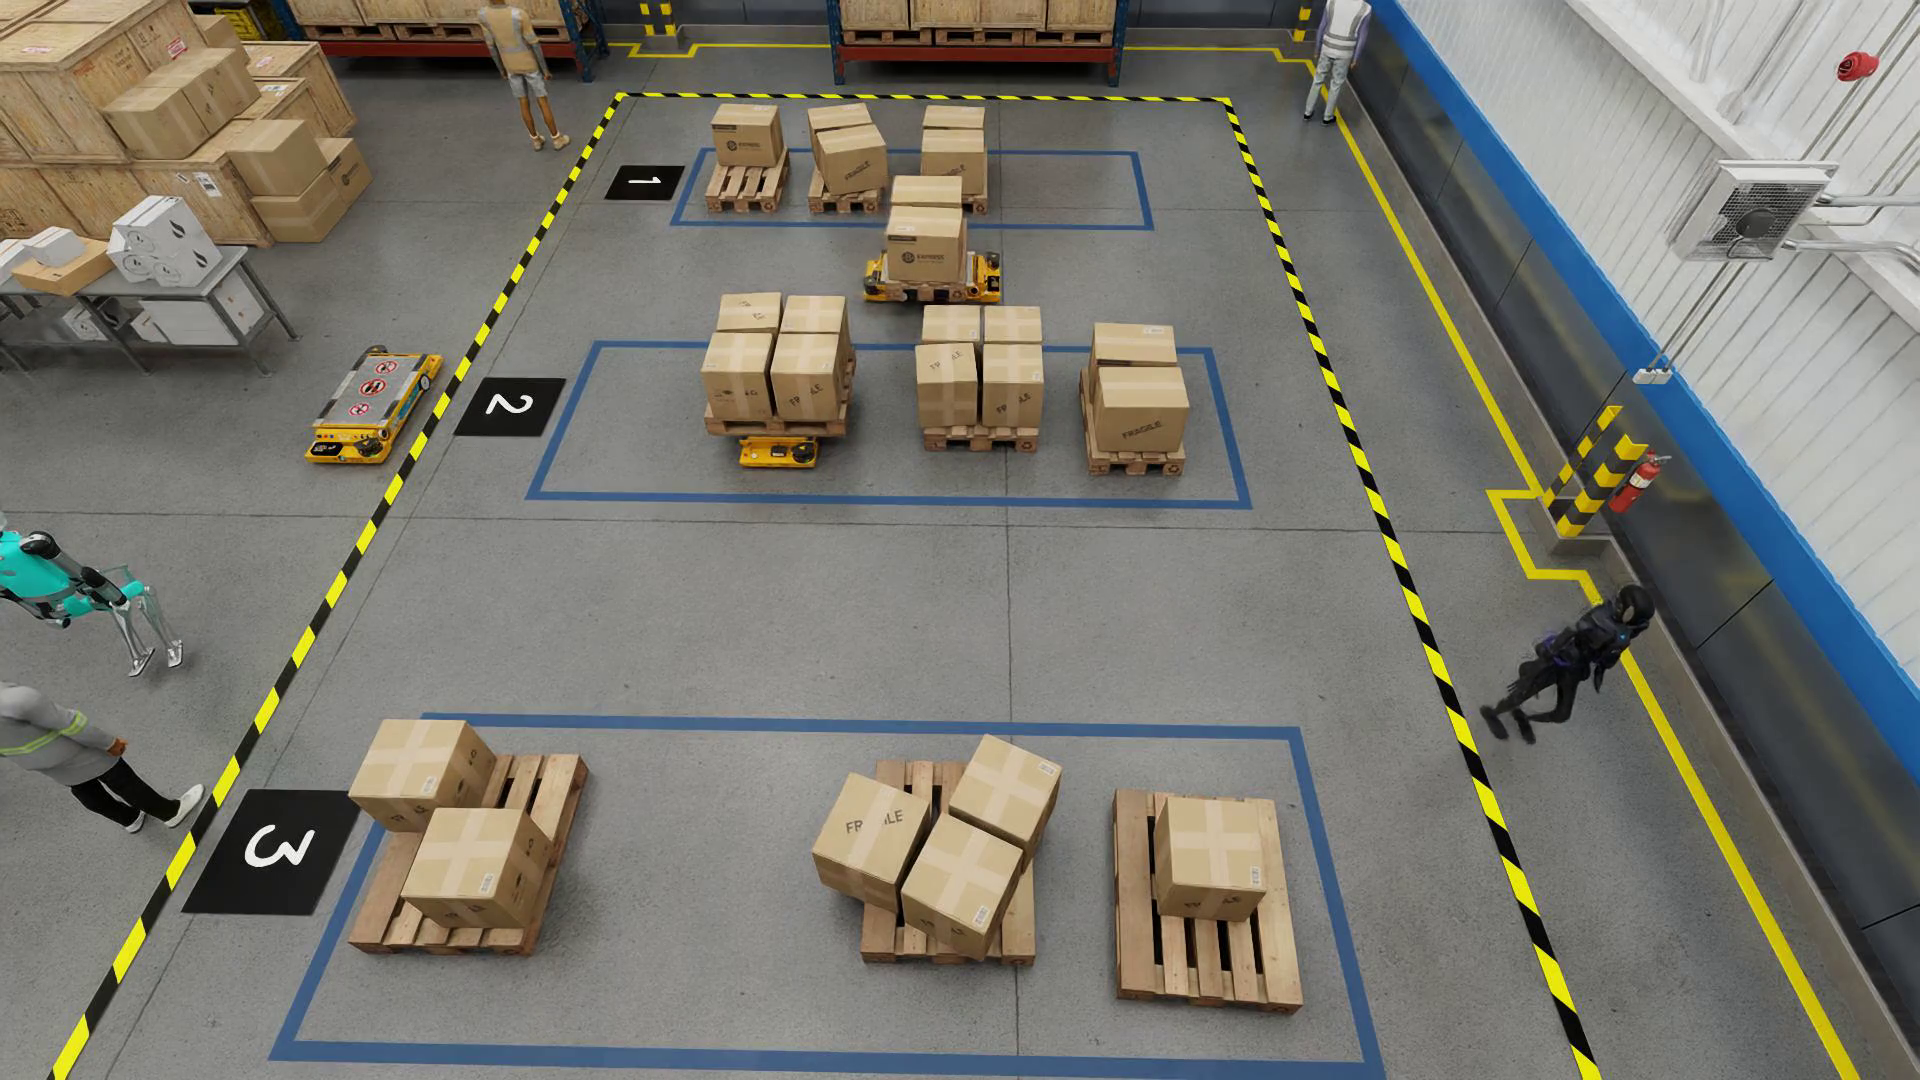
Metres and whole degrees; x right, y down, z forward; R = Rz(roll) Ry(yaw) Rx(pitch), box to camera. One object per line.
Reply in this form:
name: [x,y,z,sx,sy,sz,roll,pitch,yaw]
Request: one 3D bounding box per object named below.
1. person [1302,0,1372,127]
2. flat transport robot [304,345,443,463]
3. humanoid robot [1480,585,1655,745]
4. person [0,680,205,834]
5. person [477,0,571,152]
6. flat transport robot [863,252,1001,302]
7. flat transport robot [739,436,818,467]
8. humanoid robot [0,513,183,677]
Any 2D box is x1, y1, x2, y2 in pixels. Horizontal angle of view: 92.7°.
person: [4.784,-6.200,11.589,0.601,1.829,0.404,29,55,22]
flat transport robot: [-5.383,-1.269,8.441,0.659,0.231,1.431,1,50,1]
humanoid robot: [3.790,0.797,5.766,0.584,1.645,0.378,-7,50,-6]
person: [-5.244,1.172,5.338,0.596,1.849,0.389,-4,50,-3]
person: [-5.282,-5.739,11.063,0.613,2.040,0.378,0,50,0]
flat transport robot: [-0.285,-2.807,9.724,1.431,0.197,0.652,1,50,1]
flat transport robot: [-1.582,-1.235,8.394,0.652,0.197,1.431,1,50,1]
humanoid robot: [-5.829,0.263,6.097,0.533,1.673,0.735,-12,51,-10]
